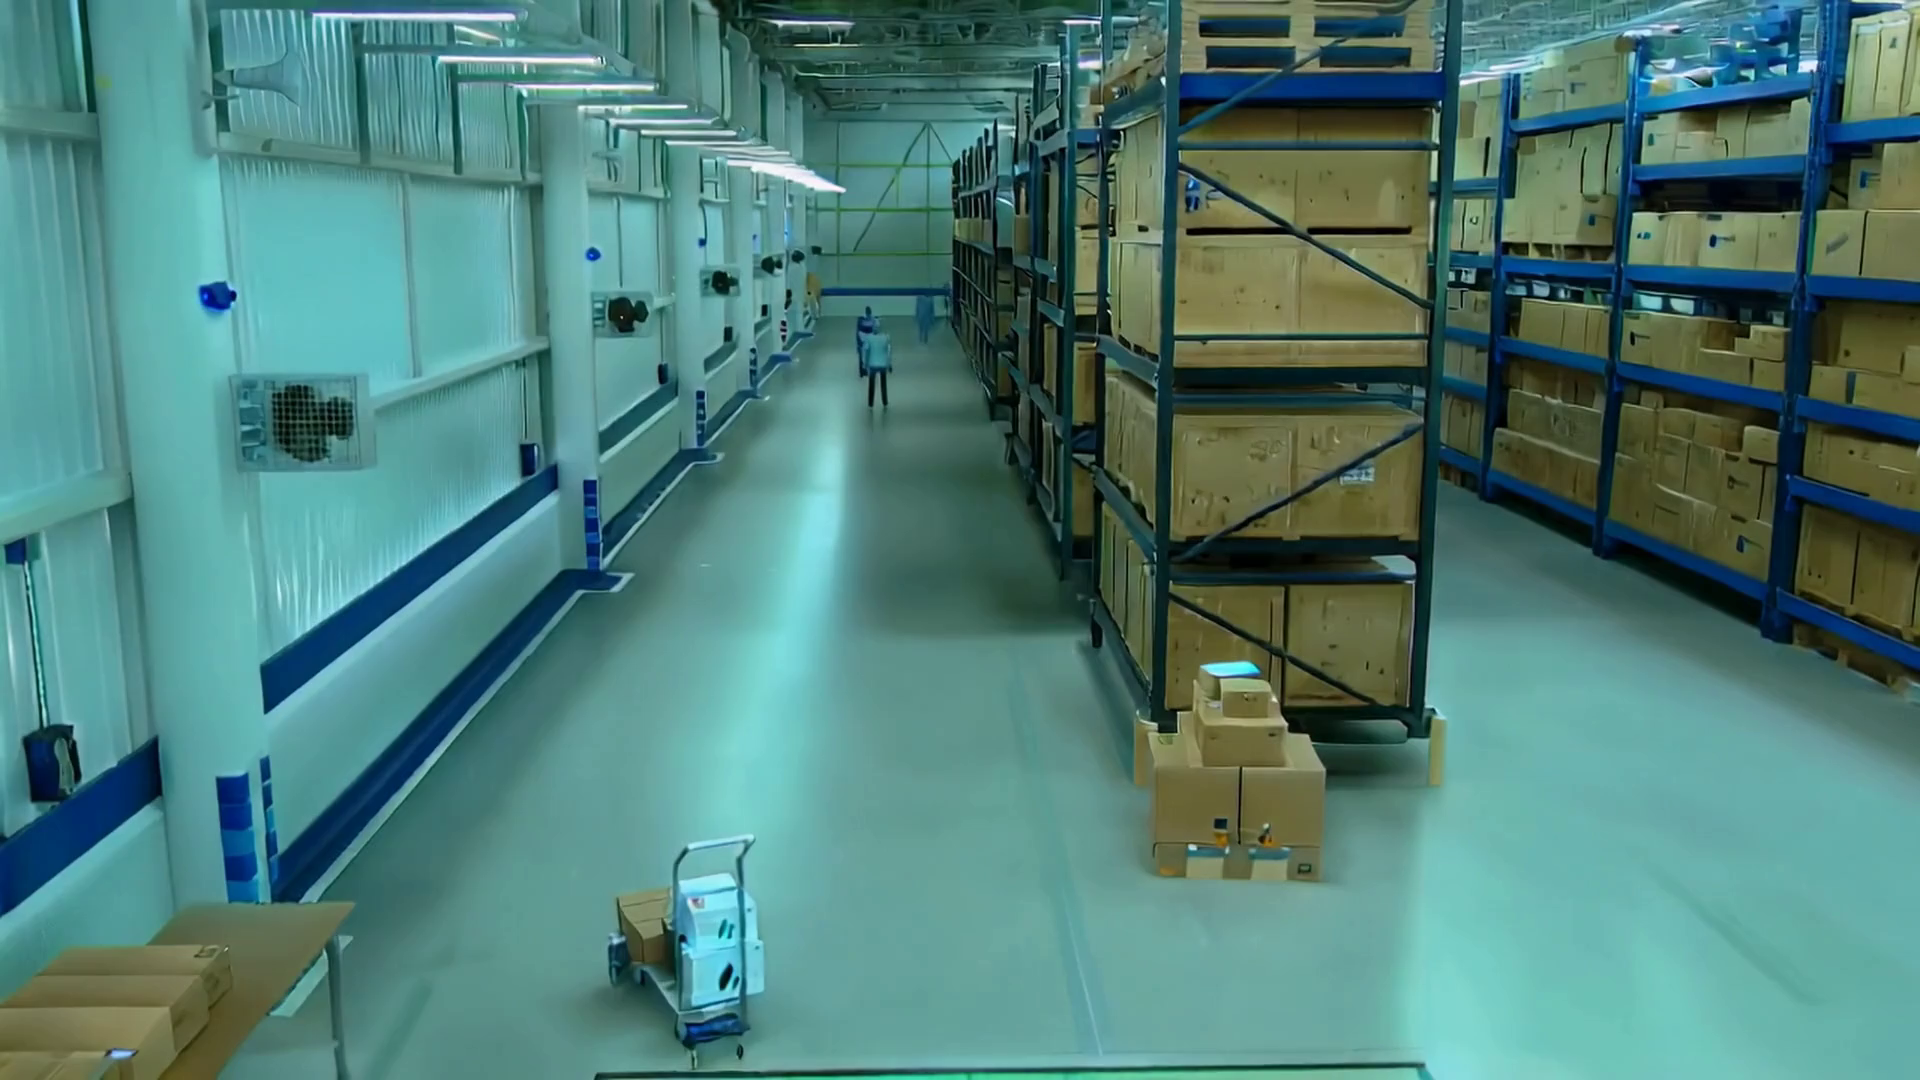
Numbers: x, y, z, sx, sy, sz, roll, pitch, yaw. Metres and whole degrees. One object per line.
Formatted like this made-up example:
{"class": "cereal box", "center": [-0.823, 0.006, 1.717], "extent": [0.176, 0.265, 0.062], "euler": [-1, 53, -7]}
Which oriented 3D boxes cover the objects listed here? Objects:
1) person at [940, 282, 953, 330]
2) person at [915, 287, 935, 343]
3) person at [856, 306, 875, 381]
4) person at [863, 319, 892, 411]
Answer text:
{"class": "person", "center": [-0.500, -8.783, 62.350], "extent": [0.612, 1.800, 0.563], "euler": [9, 14, 40]}
{"class": "person", "center": [-1.175, -7.505, 55.585], "extent": [0.648, 1.859, 1.006], "euler": [0, 11, 2]}
{"class": "person", "center": [-2.373, -5.028, 42.562], "extent": [0.597, 1.906, 0.414], "euler": [-2, 11, -8]}
{"class": "person", "center": [-1.767, -3.738, 35.640], "extent": [0.617, 1.986, 0.408], "euler": [-1, 11, -5]}
